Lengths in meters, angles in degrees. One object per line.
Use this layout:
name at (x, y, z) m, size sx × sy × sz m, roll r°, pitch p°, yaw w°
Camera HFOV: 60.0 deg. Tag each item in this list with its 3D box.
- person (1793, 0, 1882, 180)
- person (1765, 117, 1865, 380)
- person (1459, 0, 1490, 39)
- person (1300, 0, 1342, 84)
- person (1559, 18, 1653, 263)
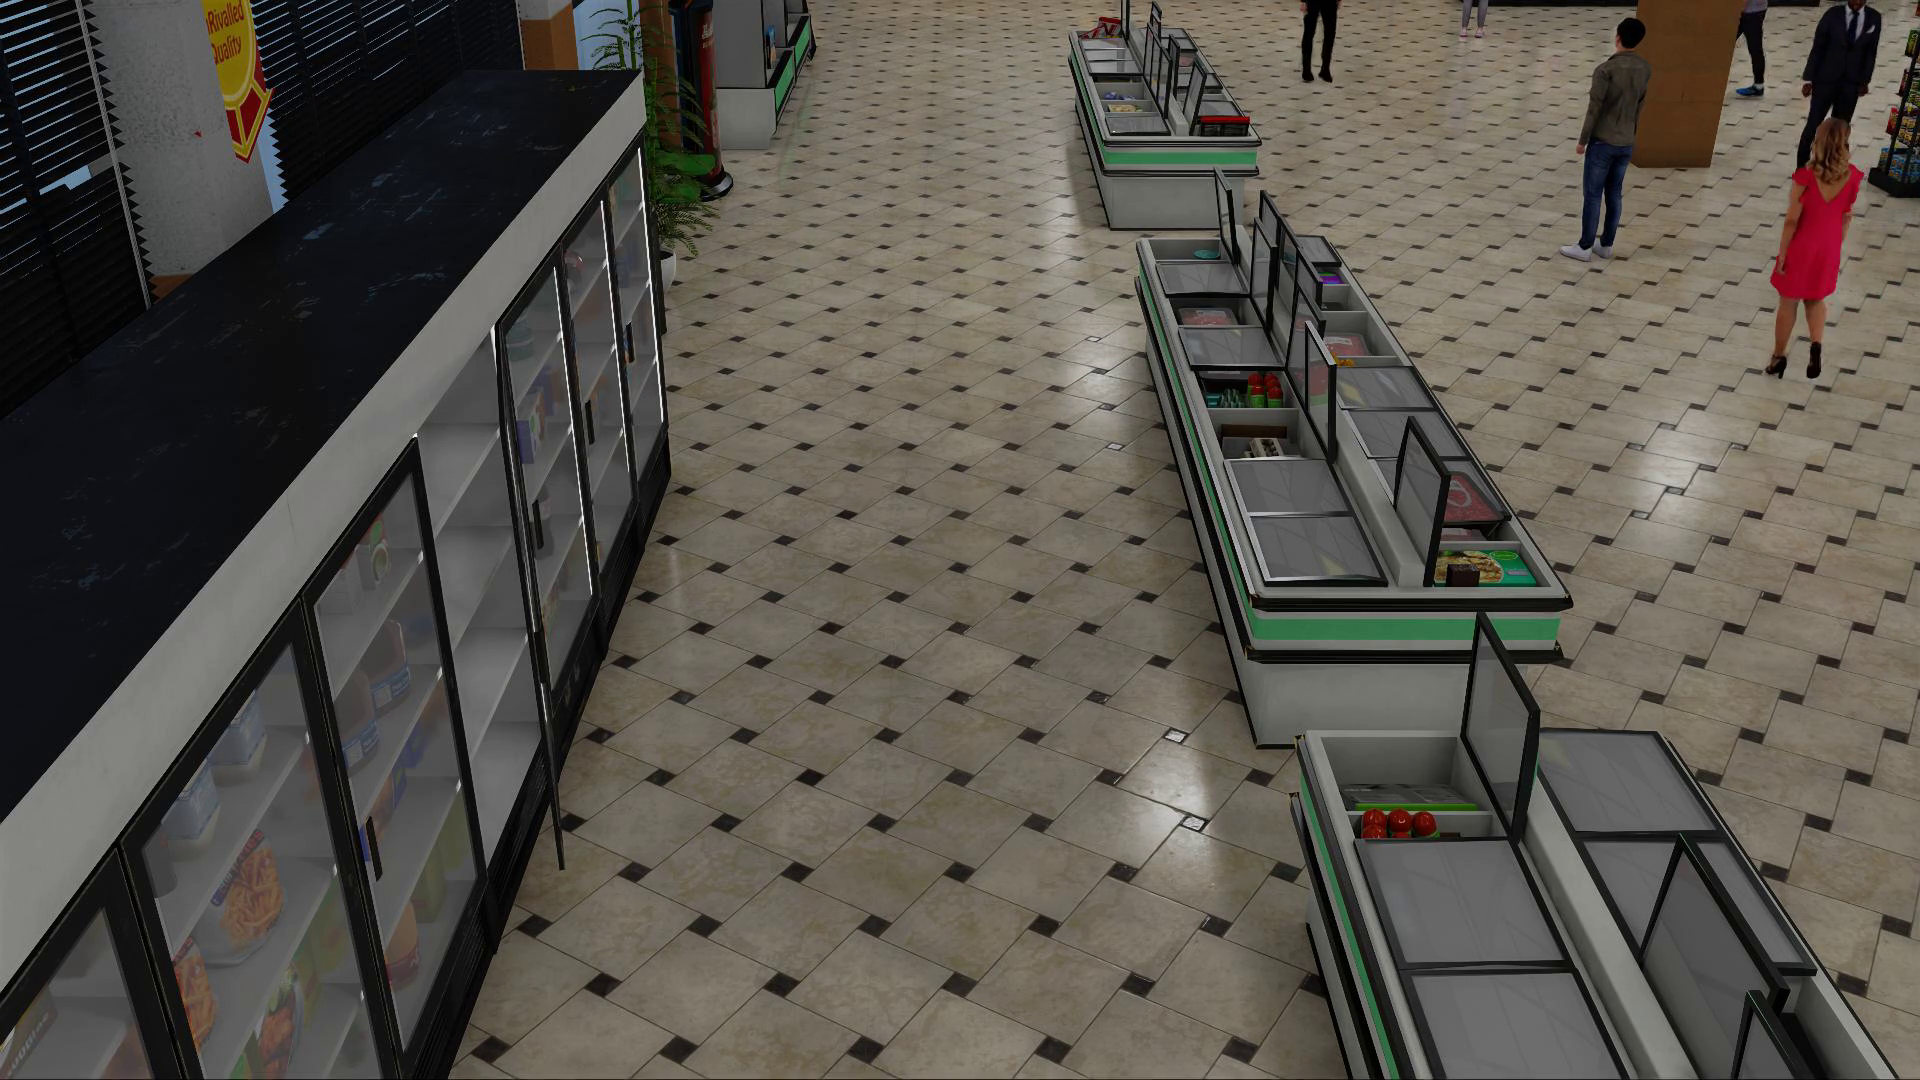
person at (7.979, -4.176, 15.149) m, size 0.813 × 1.793 × 0.795 m, roll 9°, pitch 28°, yaw 17°
person at (5.420, -1.785, 10.524) m, size 0.637 × 1.712 × 0.853 m, roll 3°, pitch 27°, yaw 6°
person at (6.794, -7.417, 21.742) m, size 0.617 × 1.610 × 0.622 m, roll 7°, pitch 28°, yaw 14°
person at (4.130, -6.247, 19.150) m, size 0.707 × 1.868 × 0.773 m, roll -1°, pitch 27°, yaw -2°
person at (5.072, -3.102, 12.951) m, size 0.781 × 1.865 × 0.738 m, roll -10°, pitch 29°, yaw -20°
